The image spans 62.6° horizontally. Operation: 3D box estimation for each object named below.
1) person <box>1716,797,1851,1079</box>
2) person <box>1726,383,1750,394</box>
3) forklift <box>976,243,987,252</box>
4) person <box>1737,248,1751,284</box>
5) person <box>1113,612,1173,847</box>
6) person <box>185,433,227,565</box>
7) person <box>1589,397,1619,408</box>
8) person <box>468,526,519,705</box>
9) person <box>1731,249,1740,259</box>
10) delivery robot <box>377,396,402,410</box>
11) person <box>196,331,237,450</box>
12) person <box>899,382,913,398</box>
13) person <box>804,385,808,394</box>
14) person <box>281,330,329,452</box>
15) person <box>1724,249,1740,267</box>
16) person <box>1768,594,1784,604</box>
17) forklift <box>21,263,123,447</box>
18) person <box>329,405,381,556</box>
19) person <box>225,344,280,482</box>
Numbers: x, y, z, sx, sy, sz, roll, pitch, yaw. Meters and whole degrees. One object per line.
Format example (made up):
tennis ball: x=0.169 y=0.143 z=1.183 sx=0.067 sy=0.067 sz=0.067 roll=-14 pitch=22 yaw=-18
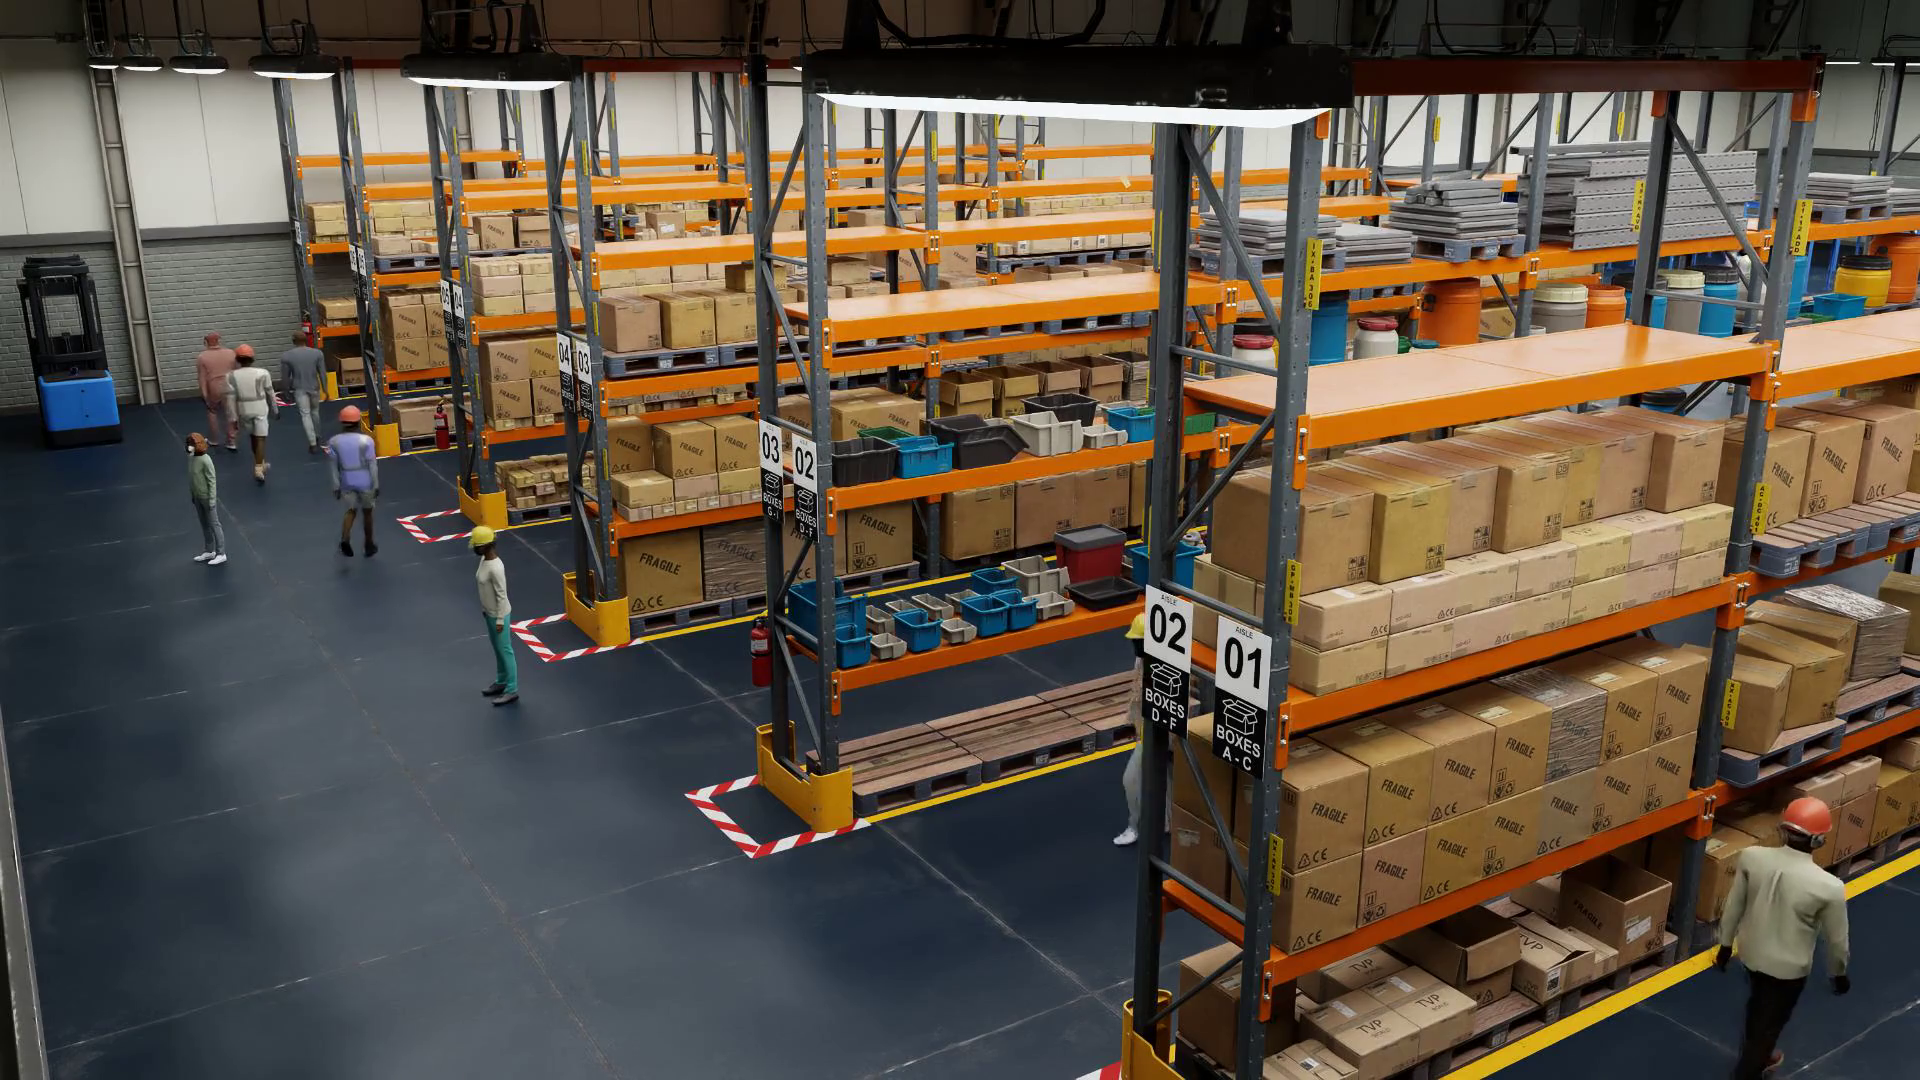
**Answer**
person: x=4.834 y=2.407 z=9.199 sx=0.877 sy=1.959 sz=0.629 roll=-9 pitch=19 yaw=-28
person: x=14.522 y=-3.662 z=29.134 sx=0.635 sy=1.939 sz=0.362 roll=4 pitch=17 yaw=12
forklift: x=0.988 y=-5.474 z=34.718 sx=1.214 sy=2.155 sz=2.313 roll=-10 pitch=20 yaw=-31
person: x=18.317 y=-6.024 z=37.047 sx=0.429 sy=1.844 sz=0.623 roll=12 pitch=21 yaw=34
person: x=1.398 y=1.477 z=12.342 sx=0.661 sy=1.902 sz=0.608 roll=-3 pitch=17 yaw=-10
person: x=-9.275 y=-0.519 z=19.341 sx=0.506 sy=1.635 sz=0.278 roll=12 pitch=21 yaw=35
person: x=11.610 y=-3.136 z=27.997 sx=0.871 sy=1.593 sz=0.534 roll=-3 pitch=17 yaw=-11
person: x=-4.479 y=0.706 z=15.124 sx=0.335 sy=1.759 sz=0.523 roll=-10 pitch=19 yaw=-29
person: x=18.924 y=-6.364 z=38.489 sx=0.885 sy=1.647 sz=0.527 roll=8 pitch=19 yaw=25
delivery robot: x=-9.419 y=-2.185 z=26.543 sx=0.707 sy=0.478 sz=0.477 roll=-14 pitch=22 yaw=-38
person: x=-11.797 y=-2.383 z=25.051 sx=0.665 sy=1.865 sz=0.912 roll=-16 pitch=23 yaw=-42
person: x=-0.682 y=-1.200 z=21.199 sx=0.688 sy=1.849 sz=0.530 roll=-8 pitch=19 yaw=-25
person: x=-1.991 y=-1.289 z=21.450 sx=0.355 sy=1.883 sz=0.573 roll=-8 pitch=19 yaw=-26
person: x=-10.403 y=-2.392 z=25.063 sx=0.653 sy=1.882 sz=1.007 roll=-10 pitch=19 yaw=-29
person: x=18.581 y=-6.243 z=37.840 sx=0.939 sy=1.796 sz=0.574 roll=7 pitch=18 yaw=22
person: x=6.992 y=1.233 z=13.627 sx=0.394 sy=1.620 sz=0.500 roll=-13 pitch=21 yaw=-36
forklift: x=-14.518 y=-3.079 z=25.708 sx=1.129 sy=2.768 sz=1.873 roll=-10 pitch=20 yaw=-31
person: x=-7.461 y=-0.700 z=19.458 sx=0.550 sy=1.921 sz=0.622 roll=0 pitch=17 yaw=1
person: x=-10.393 y=-1.869 z=23.173 sx=0.629 sy=2.007 sz=1.029 roll=-3 pitch=17 yaw=-8
